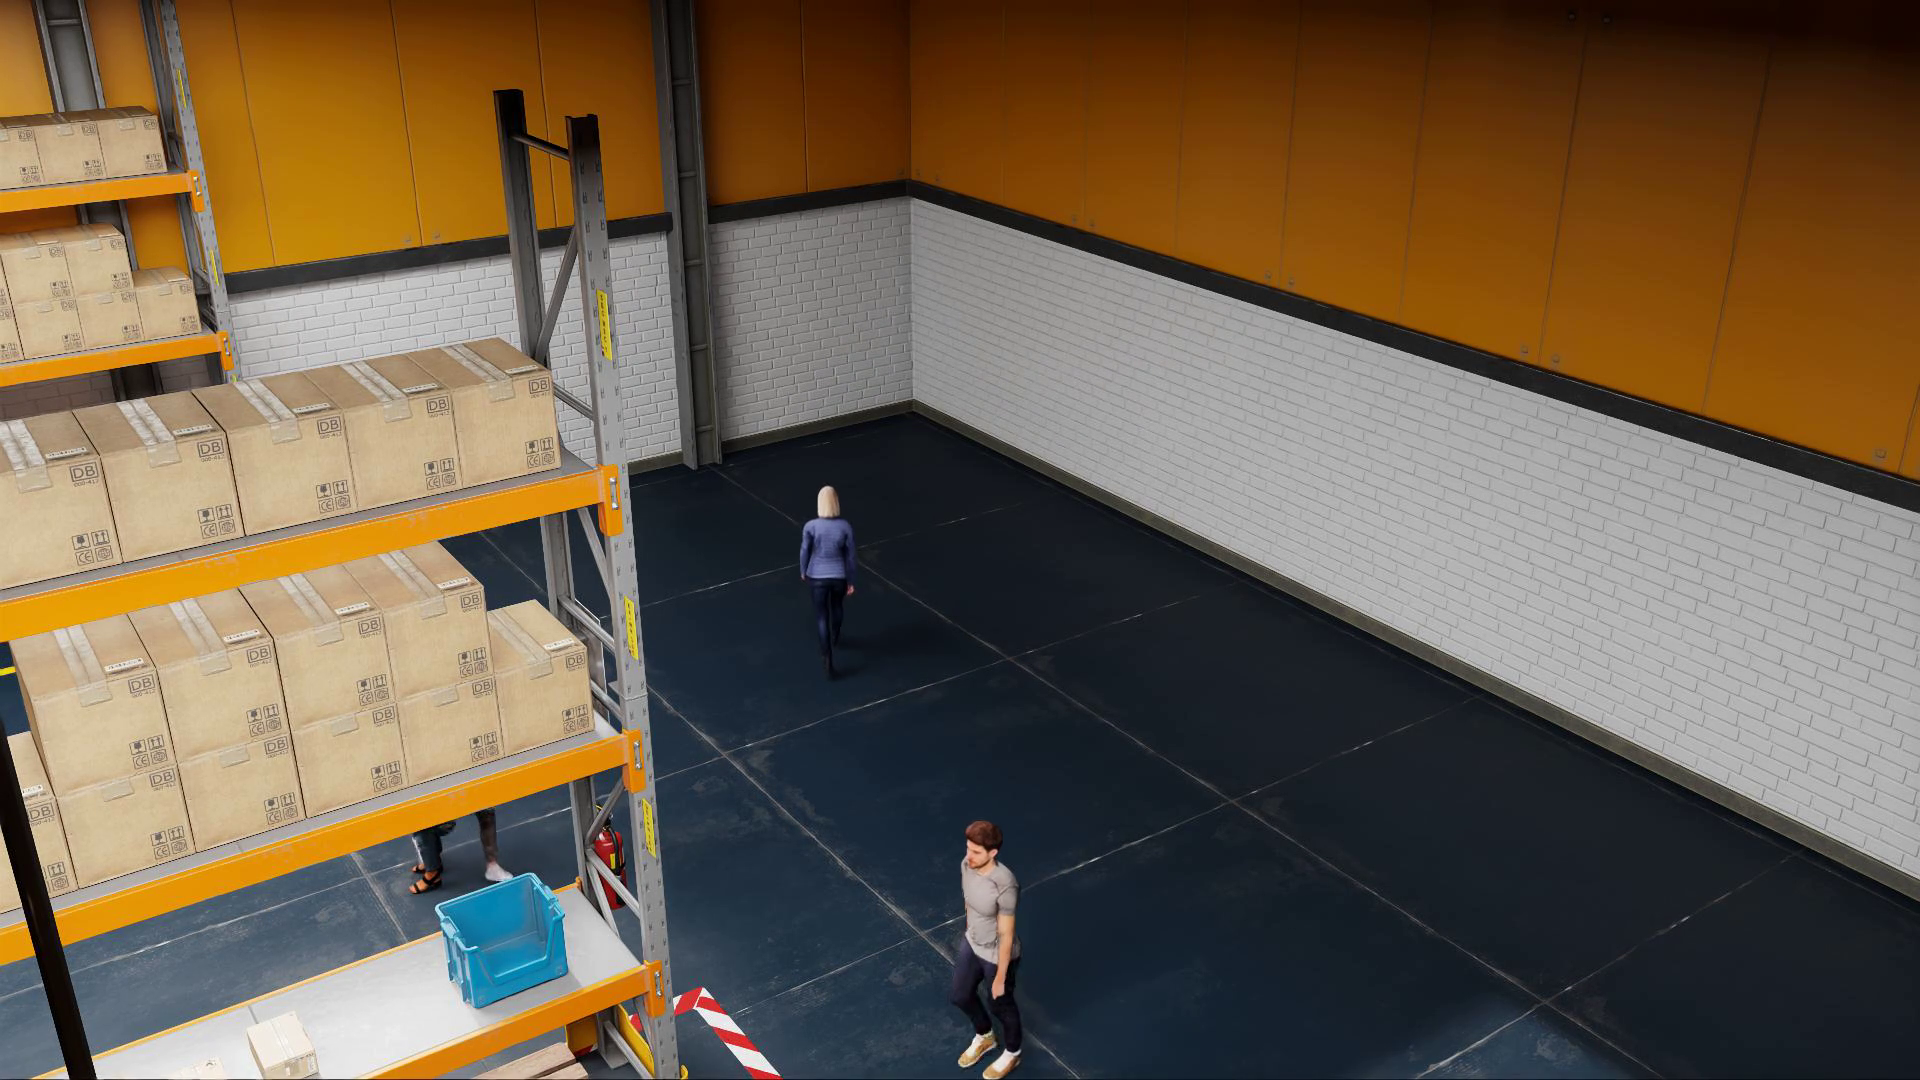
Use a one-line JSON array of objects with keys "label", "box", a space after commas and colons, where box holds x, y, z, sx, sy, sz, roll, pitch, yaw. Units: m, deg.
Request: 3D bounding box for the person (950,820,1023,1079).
[{"label": "person", "box": [0.254, 2.463, 10.150, 0.648, 1.866, 0.717, -18, 29, -35]}]

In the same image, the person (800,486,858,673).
[{"label": "person", "box": [-1.194, 0.379, 15.116, 1.165, 1.706, 1.025, -4, 24, -10]}]
